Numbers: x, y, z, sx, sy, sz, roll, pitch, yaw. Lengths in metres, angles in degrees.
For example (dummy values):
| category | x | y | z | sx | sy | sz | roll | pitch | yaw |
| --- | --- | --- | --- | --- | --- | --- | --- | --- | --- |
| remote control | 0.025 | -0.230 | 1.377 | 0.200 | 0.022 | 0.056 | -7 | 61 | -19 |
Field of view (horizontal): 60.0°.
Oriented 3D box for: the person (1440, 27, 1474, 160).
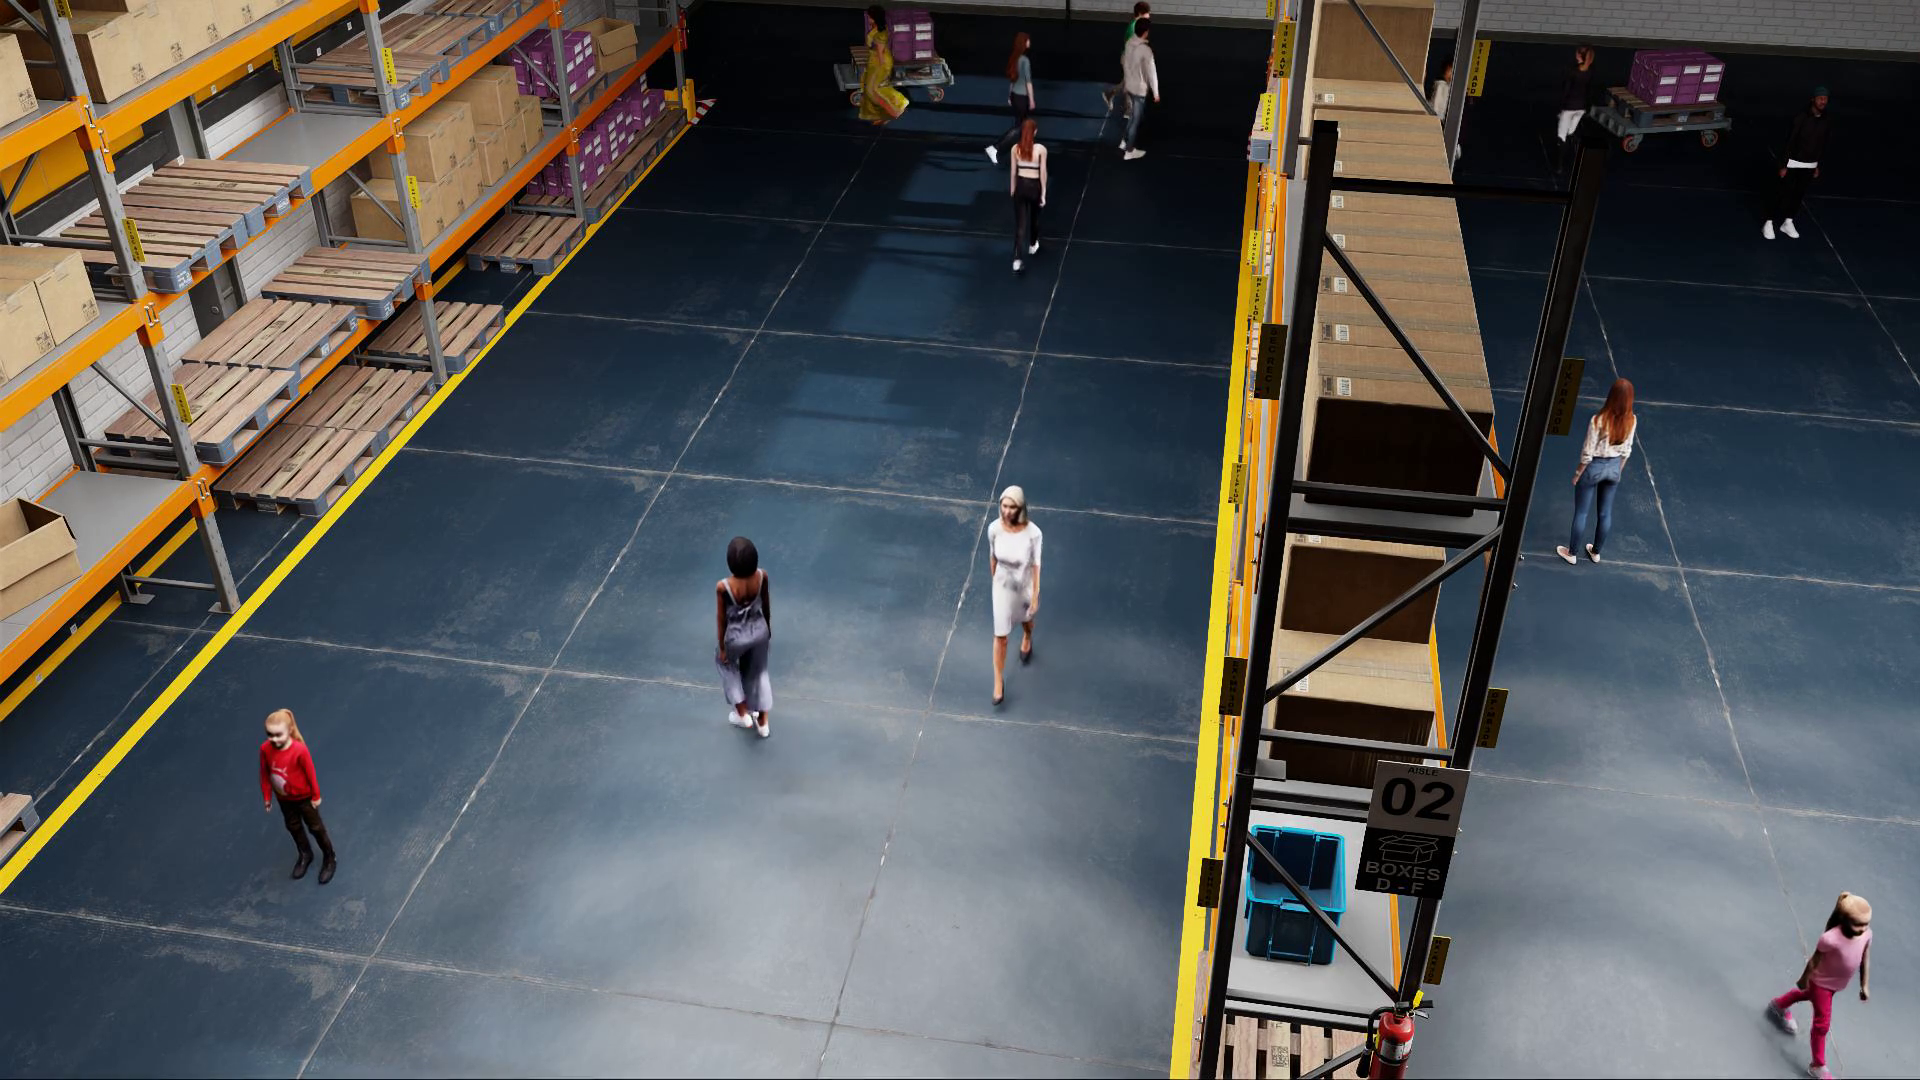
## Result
| category | x | y | z | sx | sy | sz | roll | pitch | yaw |
| --- | --- | --- | --- | --- | --- | --- | --- | --- | --- |
| person | 6.457 | -5.782 | 21.607 | 0.683 | 1.770 | 0.797 | 2 | 34 | 3 |

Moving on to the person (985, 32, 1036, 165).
| category | x | y | z | sx | sy | sz | roll | pitch | yaw |
| --- | --- | --- | --- | --- | --- | --- | --- | --- | --- |
| person | 0.702 | -5.647 | 21.449 | 1.011 | 1.721 | 1.067 | -14 | 36 | -20 |

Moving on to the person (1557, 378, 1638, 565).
| category | x | y | z | sx | sy | sz | roll | pitch | yaw |
| --- | --- | --- | --- | --- | --- | --- | --- | --- | --- |
| person | 5.321 | -0.571 | 13.804 | 0.633 | 1.729 | 0.595 | -3 | 34 | -5 |

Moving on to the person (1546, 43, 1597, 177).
| category | x | y | z | sx | sy | sz | roll | pitch | yaw |
| --- | --- | --- | --- | --- | --- | --- | --- | --- | --- |
| person | 7.832 | -5.420 | 21.111 | 0.760 | 1.716 | 0.855 | -11 | 35 | -17 |

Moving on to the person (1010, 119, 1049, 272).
| category | x | y | z | sx | sy | sz | roll | pitch | yaw |
| --- | --- | --- | --- | --- | --- | --- | --- | --- | --- |
| person | 0.738 | -3.857 | 18.774 | 0.657 | 1.700 | 1.187 | 9 | 35 | 13 |

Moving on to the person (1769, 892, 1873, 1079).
| category | x | y | z | sx | sy | sz | roll | pitch | yaw |
| --- | --- | --- | --- | --- | --- | --- | --- | --- | --- |
| person | 4.996 | 2.492 | 9.634 | 0.770 | 1.245 | 0.972 | -10 | 35 | -15 |

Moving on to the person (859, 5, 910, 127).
| category | x | y | z | sx | sy | sz | roll | pitch | yaw |
| --- | --- | --- | --- | --- | --- | --- | --- | --- | --- |
| person | -1.012 | -6.483 | 22.782 | 1.024 | 1.638 | 1.015 | -7 | 34 | -10 |

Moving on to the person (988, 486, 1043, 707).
| category | x | y | z | sx | sy | sz | roll | pitch | yaw |
| --- | --- | --- | --- | --- | --- | --- | --- | --- | --- |
| person | 0.441 | 0.323 | 12.482 | 0.559 | 1.705 | 1.056 | 6 | 34 | 9 |

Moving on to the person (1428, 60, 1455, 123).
| category | x | y | z | sx | sy | sz | roll | pitch | yaw |
| --- | --- | --- | --- | --- | --- | --- | --- | --- | --- |
| person | 6.109 | -5.450 | 21.410 | 0.944 | 1.435 | 0.968 | -26 | 42 | -33 |

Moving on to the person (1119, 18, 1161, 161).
| category | x | y | z | sx | sy | sz | roll | pitch | yaw |
| --- | --- | --- | --- | --- | --- | --- | --- | --- | --- |
| person | 2.234 | -5.843 | 21.635 | 0.847 | 1.842 | 0.763 | -17 | 37 | -24 |

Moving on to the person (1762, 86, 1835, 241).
| category | x | y | z | sx | sy | sz | roll | pitch | yaw |
| --- | --- | --- | --- | --- | --- | --- | --- | --- | --- |
| person | 9.888 | -4.451 | 19.562 | 0.721 | 1.817 | 0.671 | -2 | 34 | -4 |

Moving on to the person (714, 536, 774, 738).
| category | x | y | z | sx | sy | sz | roll | pitch | yaw |
| --- | --- | --- | --- | --- | --- | --- | --- | --- | --- |
| person | -1.501 | 0.745 | 11.866 | 0.768 | 1.683 | 0.834 | -17 | 37 | -23 |

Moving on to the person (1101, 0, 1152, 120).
| category | x | y | z | sx | sy | sz | roll | pitch | yaw |
| --- | --- | --- | --- | --- | --- | --- | --- | --- | --- |
| person | 2.273 | -6.638 | 23.032 | 0.758 | 1.618 | 0.870 | 13 | 36 | 19 |

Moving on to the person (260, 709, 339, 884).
| category | x | y | z | sx | sy | sz | roll | pitch | yaw |
| --- | --- | --- | --- | --- | --- | --- | --- | --- | --- |
| person | -4.352 | 1.641 | 10.884 | 0.512 | 1.278 | 0.555 | 4 | 34 | 5 |
